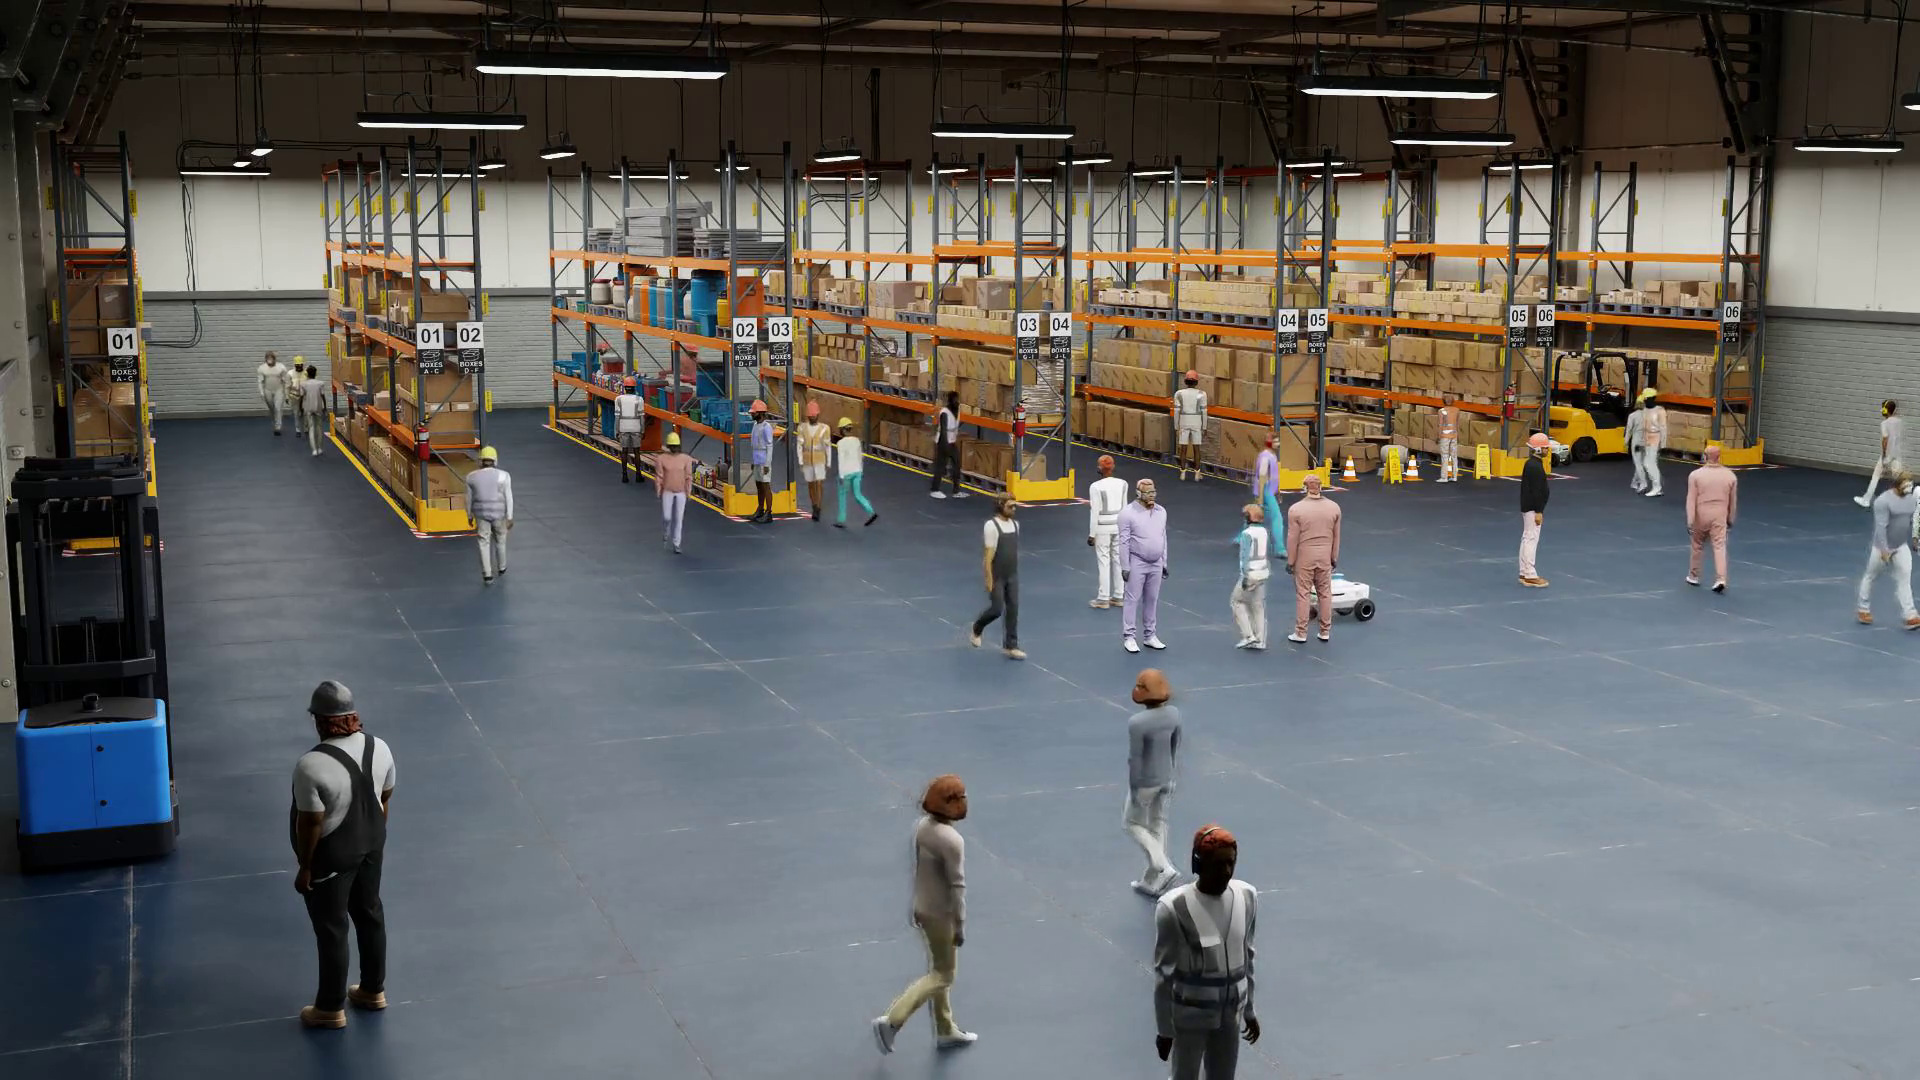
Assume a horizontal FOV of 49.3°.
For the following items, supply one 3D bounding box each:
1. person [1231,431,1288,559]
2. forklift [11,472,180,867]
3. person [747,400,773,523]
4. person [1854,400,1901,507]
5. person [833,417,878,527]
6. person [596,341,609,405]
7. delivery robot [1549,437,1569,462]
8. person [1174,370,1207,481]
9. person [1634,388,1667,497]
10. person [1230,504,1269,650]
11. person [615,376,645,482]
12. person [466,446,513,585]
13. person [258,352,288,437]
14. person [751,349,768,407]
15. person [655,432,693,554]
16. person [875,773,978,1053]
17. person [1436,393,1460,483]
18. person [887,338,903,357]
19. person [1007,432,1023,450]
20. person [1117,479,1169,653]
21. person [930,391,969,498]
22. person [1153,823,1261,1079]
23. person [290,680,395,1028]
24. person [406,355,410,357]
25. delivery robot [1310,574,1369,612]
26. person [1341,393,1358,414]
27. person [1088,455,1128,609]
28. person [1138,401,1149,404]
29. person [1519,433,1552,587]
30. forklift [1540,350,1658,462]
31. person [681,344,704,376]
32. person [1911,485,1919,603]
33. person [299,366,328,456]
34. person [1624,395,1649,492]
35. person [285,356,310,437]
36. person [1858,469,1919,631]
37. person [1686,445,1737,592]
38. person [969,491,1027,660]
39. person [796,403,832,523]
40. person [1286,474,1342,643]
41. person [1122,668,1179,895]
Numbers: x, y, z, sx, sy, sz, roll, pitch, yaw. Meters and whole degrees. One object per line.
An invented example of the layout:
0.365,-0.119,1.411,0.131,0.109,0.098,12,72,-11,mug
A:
4.299,-0.654,29.660,0.920,1.810,0.582,2,9,14,person
-6.630,0.886,15.957,1.129,2.768,1.873,-3,9,-21,forklift
-3.163,-1.244,33.141,0.362,1.939,0.542,-5,10,-31,person
15.307,-1.402,34.610,0.502,1.816,0.996,-4,9,-25,person
-1.640,-1.044,32.502,0.753,1.725,0.564,7,11,41,person
-8.466,-3.791,50.173,1.043,1.934,0.631,-1,9,-7,person
11.606,-1.783,41.156,0.477,0.478,0.707,-6,11,-37,delivery robot
4.248,-2.108,38.554,0.615,2.041,0.385,2,9,13,person
11.992,-1.689,36.273,0.513,1.891,0.596,-2,9,-13,person
3.217,0.413,23.135,0.415,1.617,0.528,6,10,35,person
-6.041,-2.030,38.384,0.551,1.935,0.375,0,9,1,person
-6.200,-0.346,27.642,0.623,1.781,0.912,-1,9,-6,person
-15.315,-3.249,46.696,0.624,1.871,1.066,-1,9,-8,person
-5.029,-4.244,53.621,0.590,1.795,0.801,8,12,43,person
-4.094,-0.677,30.013,0.525,1.748,0.387,-2,9,-14,person
-0.195,2.118,11.796,0.618,1.618,0.513,-4,9,-25,person
8.909,-1.857,38.231,0.520,1.636,0.312,-5,10,-28,person
-1.731,-4.175,52.862,0.653,1.883,1.007,-1,9,-6,person
1.087,-2.435,42.080,0.515,1.639,0.309,-7,11,-38,person
2.047,0.273,23.135,0.640,1.909,0.409,-5,10,-32,person
-0.178,-1.635,35.973,0.843,1.870,0.612,5,10,31,person
1.172,2.262,9.942,0.584,1.883,0.337,-5,10,-29,person
-3.693,1.843,12.361,0.537,2.000,0.682,5,10,30,person
-13.188,-3.844,50.499,0.611,1.942,0.890,7,11,40,person
4.513,0.645,24.967,0.707,0.478,0.477,-4,9,-23,delivery robot
9.433,-3.833,50.494,0.552,1.913,0.776,-2,9,-14,person
1.816,-0.104,25.738,0.590,1.887,0.338,-6,10,-35,person
4.459,-3.787,50.417,0.624,1.845,0.429,-7,11,-38,person
7.511,-0.404,27.346,0.379,1.996,0.608,1,9,5,person
12.897,-2.725,42.309,2.313,2.155,1.214,-3,9,-21,forklift
-6.270,-3.676,49.413,1.055,1.925,0.628,8,12,44,person
11.935,-0.074,25.535,0.631,1.892,1.039,3,9,19,person
-13.230,-2.639,42.820,0.548,1.832,0.813,-3,9,-18,person
12.084,-1.724,37.117,0.510,1.701,0.857,-1,9,-4,person
-14.642,-3.165,46.400,0.607,1.805,0.768,-2,9,-15,person
10.872,0.103,24.378,0.655,1.873,1.047,-3,9,-19,person
9.691,-0.290,27.035,0.652,1.864,0.997,0,9,3,person
0.418,0.371,22.753,0.528,1.828,0.665,-8,11,-42,person
-2.326,-1.237,33.292,0.539,1.879,0.973,1,9,6,person
3.958,0.206,23.592,0.641,1.905,0.410,-2,9,-15,person
1.362,1.698,14.583,0.505,1.620,0.434,-7,11,-40,person
